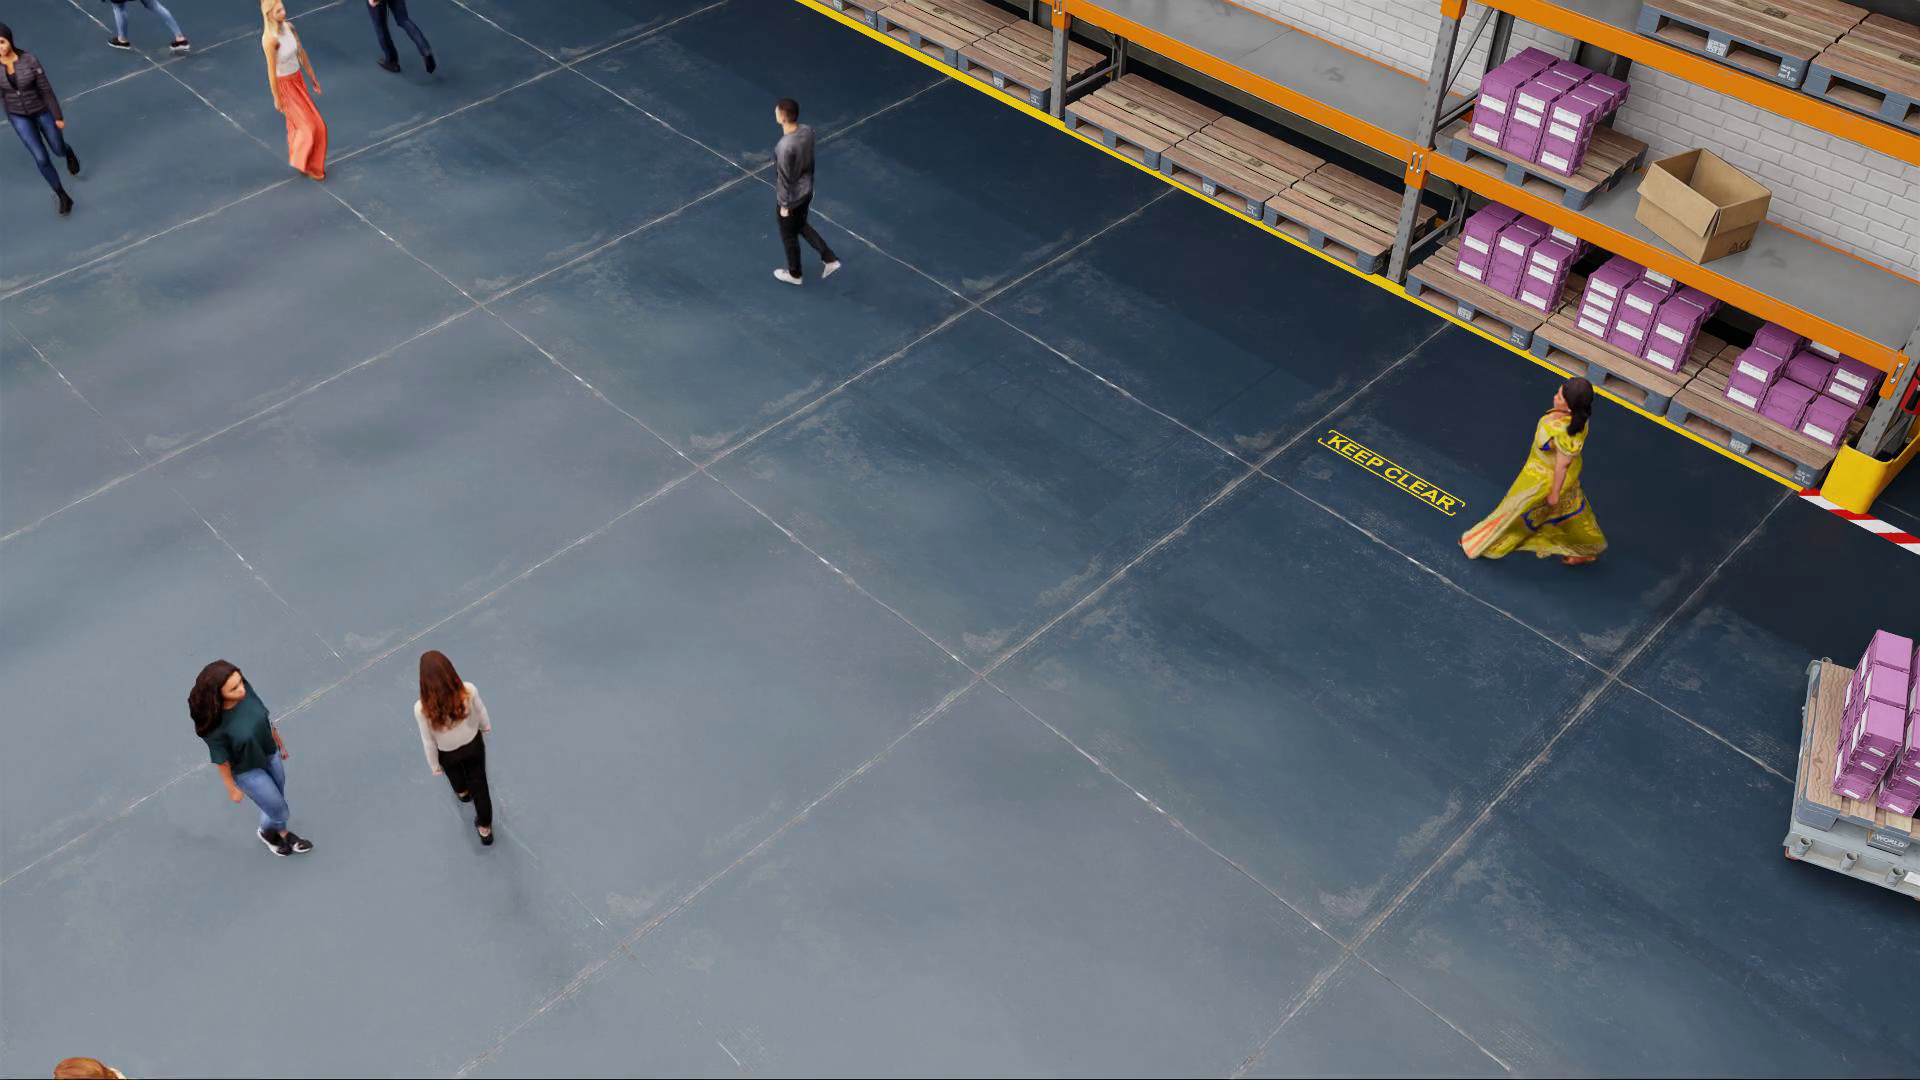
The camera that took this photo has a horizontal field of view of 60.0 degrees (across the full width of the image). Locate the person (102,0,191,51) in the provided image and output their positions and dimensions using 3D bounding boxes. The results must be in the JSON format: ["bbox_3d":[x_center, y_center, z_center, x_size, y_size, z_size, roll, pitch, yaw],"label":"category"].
[{"bbox_3d":[-8.375,-5.710,16.923,1.211,1.638,0.990,10,45,10],"label":"person"}]

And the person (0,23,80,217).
[{"bbox_3d":[-8.249,-3.807,14.860,0.933,1.729,1.096,-9,44,-10],"label":"person"}]

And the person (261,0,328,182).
[{"bbox_3d":[-6.173,-4.101,15.127,0.922,1.786,0.851,4,44,4],"label":"person"}]

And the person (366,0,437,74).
[{"bbox_3d":[-5.670,-5.478,16.512,1.074,1.870,0.778,24,49,23],"label":"person"}]

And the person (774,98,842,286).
[{"bbox_3d":[-1.305,-2.839,13.829,0.945,1.748,0.782,19,47,19],"label":"person"}]

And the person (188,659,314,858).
[{"bbox_3d":[-4.149,1.275,9.612,0.751,1.610,0.714,10,45,11],"label":"person"}]

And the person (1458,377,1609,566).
[{"bbox_3d":[4.135,-0.420,11.389,1.335,1.612,1.059,13,45,14],"label":"person"}]

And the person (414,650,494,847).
[{"bbox_3d":[-2.904,1.264,9.733,0.700,1.459,0.895,-21,47,-20],"label":"person"}]
